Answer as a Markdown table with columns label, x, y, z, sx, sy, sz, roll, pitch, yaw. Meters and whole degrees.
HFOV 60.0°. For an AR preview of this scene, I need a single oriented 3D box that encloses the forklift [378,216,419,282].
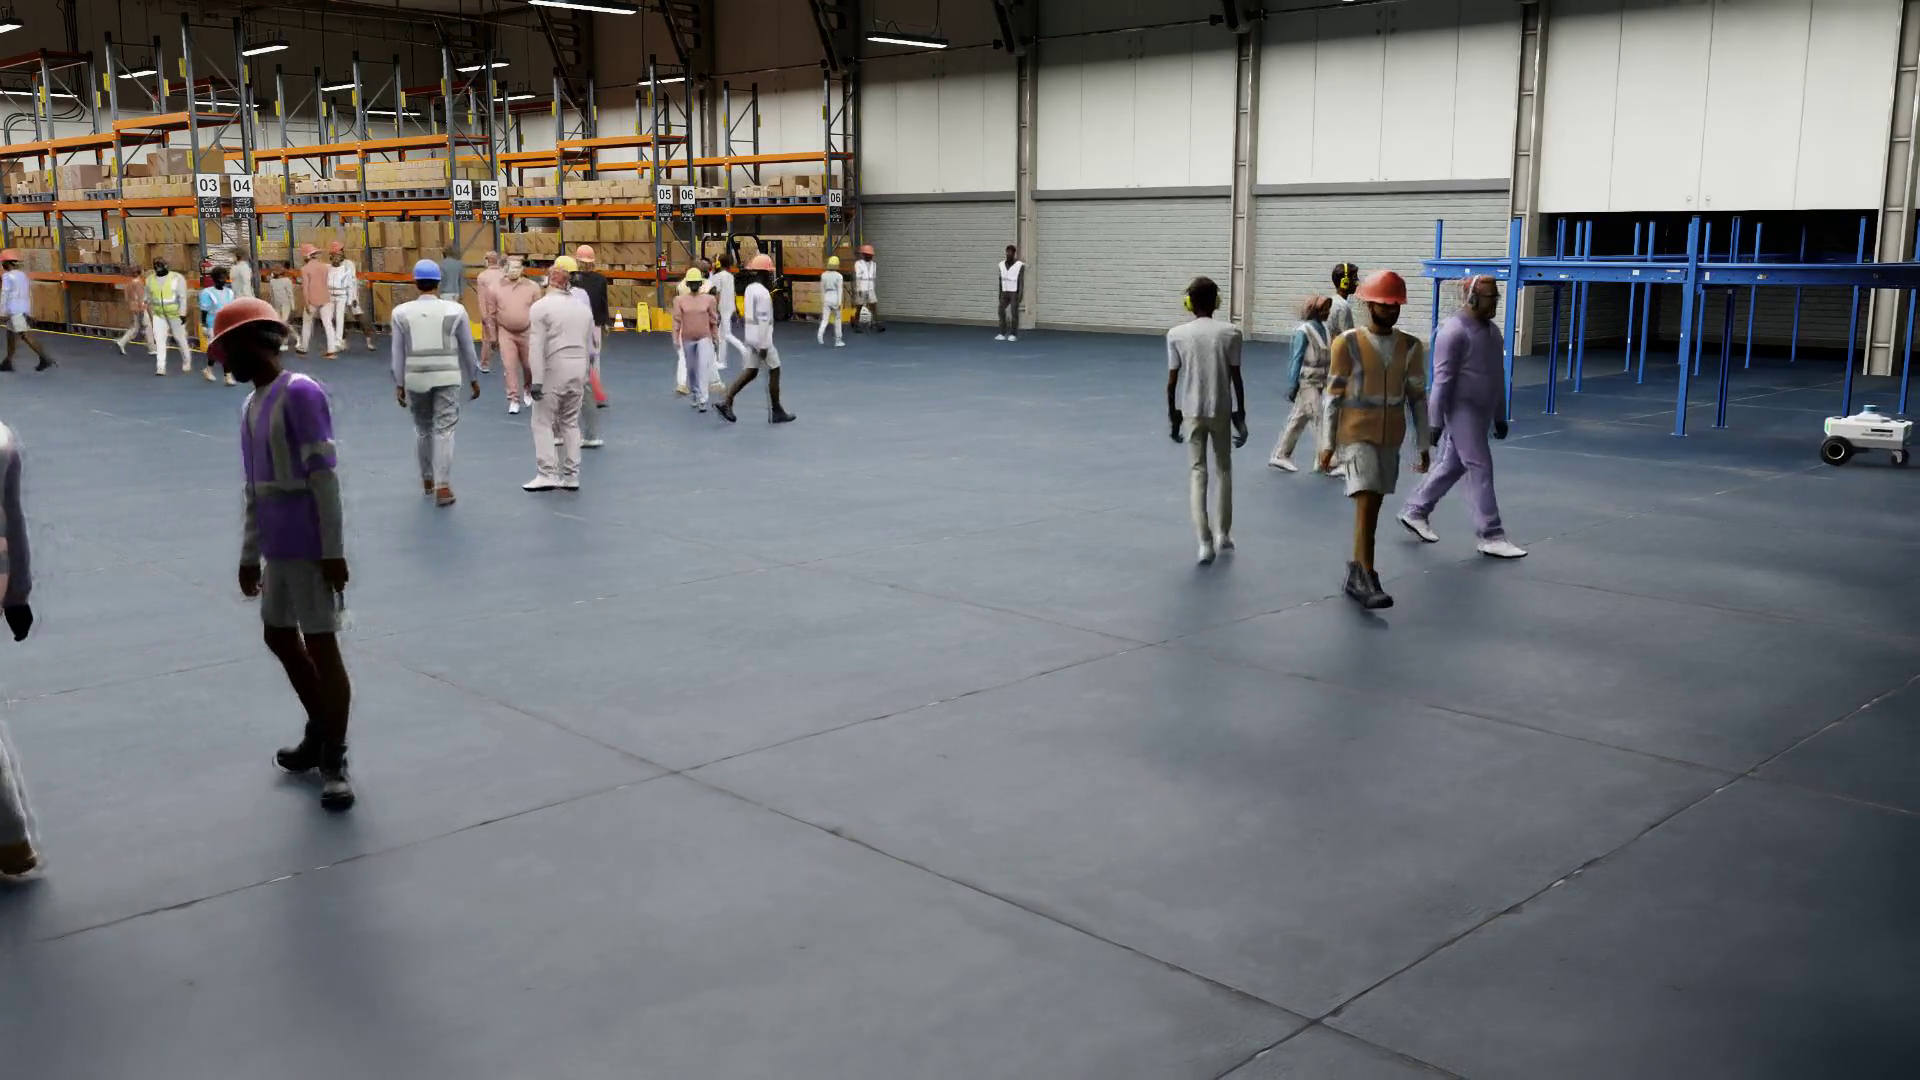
| label | x | y | z | sx | sy | sz | roll | pitch | yaw |
| --- | --- | --- | --- | --- | --- | --- | --- | --- | --- |
| forklift | -17.868 | -9.201 | 54.028 | 1.873 | 2.768 | 1.129 | -10 | 14 | -44 |

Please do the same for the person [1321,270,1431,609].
| label | x | y | z | sx | sy | sz | roll | pitch | yaw |
| --- | --- | --- | --- | --- | --- | --- | --- | --- | --- |
| person | 2.404 | -0.554 | 9.407 | 0.578 | 1.905 | 0.856 | -2 | 11 | -12 |

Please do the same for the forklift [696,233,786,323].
| label | x | y | z | sx | sy | sz | roll | pitch | yaw |
| --- | --- | --- | --- | --- | --- | --- | --- | --- | --- |
| forklift | -5.496 | -6.489 | 41.108 | 2.313 | 2.155 | 1.214 | -10 | 14 | -44 |

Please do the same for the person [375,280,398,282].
| label | x | y | z | sx | sy | sz | roll | pitch | yaw |
| --- | --- | --- | --- | --- | --- | --- | --- | --- | --- |
| person | -13.799 | -6.143 | 40.080 | 0.590 | 1.837 | 0.403 | -10 | 14 | -42 |

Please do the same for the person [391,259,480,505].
| label | x | y | z | sx | sy | sz | roll | pitch | yaw |
| --- | --- | --- | --- | --- | --- | --- | --- | --- | --- |
| person | -4.183 | -1.277 | 13.354 | 0.635 | 1.911 | 0.892 | -1 | 10 | -3 |

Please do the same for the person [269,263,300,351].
| label | x | y | z | sx | sy | sz | roll | pitch | yaw |
| --- | --- | --- | --- | --- | --- | --- | --- | --- | --- |
| person | -12.542 | -4.340 | 30.905 | 0.513 | 1.598 | 0.709 | 4 | 11 | 19 |

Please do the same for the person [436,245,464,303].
| label | x | y | z | sx | sy | sz | roll | pitch | yaw |
| --- | --- | --- | --- | --- | --- | --- | --- | --- | --- |
| person | -10.104 | -4.902 | 33.098 | 0.705 | 1.923 | 0.643 | 6 | 12 | 29 |

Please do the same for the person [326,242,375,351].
| label | x | y | z | sx | sy | sz | roll | pitch | yaw |
| --- | --- | --- | --- | --- | --- | --- | --- | --- | --- |
| person | -11.256 | -4.490 | 30.670 | 0.653 | 1.999 | 0.725 | 7 | 12 | 33 |

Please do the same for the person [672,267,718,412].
| label | x | y | z | sx | sy | sz | roll | pitch | yaw |
| --- | --- | --- | --- | --- | --- | --- | --- | --- | --- |
| person | -3.230 | -2.464 | 20.329 | 0.537 | 1.732 | 0.877 | -1 | 10 | -5 |

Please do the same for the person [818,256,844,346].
| label | x | y | z | sx | sy | sz | roll | pitch | yaw |
| --- | --- | --- | --- | --- | --- | --- | --- | --- | --- |
| person | -2.470 | -4.561 | 31.762 | 0.491 | 1.721 | 0.668 | 5 | 11 | 23 |

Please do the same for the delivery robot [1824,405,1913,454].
| label | x | y | z | sx | sy | sz | roll | pitch | yaw |
| --- | --- | --- | --- | --- | --- | --- | --- | --- | --- |
| delivery robot | 8.440 | -1.011 | 15.454 | 0.707 | 0.478 | 0.477 | 6 | 12 | 32 |

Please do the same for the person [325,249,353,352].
| label | x | y | z | sx | sy | sz | roll | pitch | yaw |
| --- | --- | --- | --- | --- | --- | --- | --- | --- | --- |
| person | -11.377 | -4.357 | 30.281 | 0.658 | 1.858 | 0.453 | -2 | 11 | -9 |

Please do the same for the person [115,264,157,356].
| label | x | y | z | sx | sy | sz | roll | pitch | yaw |
| --- | --- | --- | --- | --- | --- | --- | --- | --- | --- |
| person | -14.499 | -4.051 | 29.280 | 0.686 | 1.616 | 0.526 | -7 | 13 | -35 |

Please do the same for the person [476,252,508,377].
| label | x | y | z | sx | sy | sz | roll | pitch | yaw |
| --- | --- | --- | --- | --- | --- | --- | --- | --- | --- |
| person | -7.034 | -3.414 | 25.163 | 0.639 | 1.848 | 1.002 | -8 | 13 | -36 |

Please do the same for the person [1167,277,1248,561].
| label | x | y | z | sx | sy | sz | roll | pitch | yaw |
| --- | --- | --- | --- | --- | --- | --- | --- | --- | --- |
| person | 1.637 | -0.808 | 10.988 | 0.539 | 1.835 | 0.777 | 2 | 11 | 10 |

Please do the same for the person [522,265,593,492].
| label | x | y | z | sx | sy | sz | roll | pitch | yaw |
| --- | --- | --- | --- | --- | --- | --- | --- | --- | --- |
| person | -3.335 | -1.349 | 13.876 | 0.433 | 1.864 | 0.698 | 7 | 12 | 33 |

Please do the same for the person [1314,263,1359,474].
| label | x | y | z | sx | sy | sz | roll | pitch | yaw |
| --- | --- | --- | --- | --- | --- | --- | --- | --- | --- |
| person | 3.376 | -1.530 | 14.847 | 0.309 | 1.866 | 0.534 | -1 | 10 | -8 |

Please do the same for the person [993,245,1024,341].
| label | x | y | z | sx | sy | sz | roll | pitch | yaw |
| --- | --- | --- | --- | --- | --- | --- | --- | --- | --- |
| person | 0.962 | -4.942 | 33.337 | 0.628 | 1.901 | 0.673 | 7 | 13 | 34 |

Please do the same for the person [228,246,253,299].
| label | x | y | z | sx | sy | sz | roll | pitch | yaw |
| --- | --- | --- | --- | --- | --- | --- | --- | --- | --- |
| person | -12.821 | -4.305 | 29.851 | 0.622 | 1.918 | 0.657 | -7 | 13 | -35 |

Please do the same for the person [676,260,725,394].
| label | x | y | z | sx | sy | sz | roll | pitch | yaw |
| --- | --- | --- | --- | --- | --- | --- | --- | --- | --- |
| person | -3.515 | -2.850 | 22.289 | 0.629 | 1.795 | 0.993 | 4 | 11 | 21 |

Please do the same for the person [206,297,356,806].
| label | x | y | z | sx | sy | sz | roll | pitch | yaw |
| --- | --- | --- | --- | --- | --- | --- | --- | --- | --- |
| person | -2.498 | 0.042 | 6.260 | 0.665 | 1.885 | 0.364 | 9 | 14 | 42 |

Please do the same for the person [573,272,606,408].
| label | x | y | z | sx | sy | sz | roll | pitch | yaw |
| --- | --- | --- | --- | --- | --- | --- | --- | --- | --- |
| person | -4.715 | -2.472 | 20.404 | 0.926 | 1.705 | 0.535 | 4 | 11 | 20 |

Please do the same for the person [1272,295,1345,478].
| label | x | y | z | sx | sy | sz | roll | pitch | yaw |
| --- | --- | --- | --- | --- | --- | --- | --- | --- | --- |
| person | 3.132 | -1.361 | 14.666 | 0.890 | 1.587 | 0.529 | 9 | 14 | 40 |

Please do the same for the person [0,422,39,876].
| label | x | y | z | sx | sy | sz | roll | pitch | yaw |
| --- | --- | --- | --- | --- | --- | --- | --- | --- | --- |
| person | -3.496 | 0.212 | 5.556 | 0.970 | 1.778 | 0.644 | 4 | 11 | 21 |

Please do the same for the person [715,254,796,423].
| label | x | y | z | sx | sy | sz | roll | pitch | yaw |
| --- | --- | --- | --- | --- | --- | --- | --- | --- | --- |
| person | -2.335 | -2.272 | 18.788 | 0.885 | 1.913 | 0.549 | -6 | 12 | -29 |

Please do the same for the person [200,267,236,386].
| label | x | y | z | sx | sy | sz | roll | pitch | yaw |
| --- | --- | --- | --- | --- | --- | --- | --- | --- | --- |
| person | -10.403 | -2.996 | 23.341 | 0.432 | 1.670 | 0.571 | 6 | 12 | 32 |

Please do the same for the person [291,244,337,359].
| label | x | y | z | sx | sy | sz | roll | pitch | yaw |
| --- | --- | --- | --- | --- | --- | --- | --- | --- | --- |
| person | -11.160 | -4.104 | 28.650 | 1.015 | 1.939 | 0.629 | 7 | 12 | 32 |

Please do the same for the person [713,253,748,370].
| label | x | y | z | sx | sy | sz | roll | pitch | yaw |
| --- | --- | --- | --- | --- | --- | --- | --- | --- | --- |
| person | -3.631 | -3.605 | 26.270 | 0.846 | 1.838 | 0.513 | 3 | 11 | 18 |

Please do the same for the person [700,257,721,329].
| label | x | y | z | sx | sy | sz | roll | pitch | yaw |
| --- | --- | --- | --- | --- | --- | --- | --- | --- | --- |
| person | -5.317 | -5.062 | 34.689 | 0.883 | 1.648 | 0.538 | -3 | 11 | -18 |

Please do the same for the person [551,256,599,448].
| label | x | y | z | sx | sy | sz | roll | pitch | yaw |
| --- | --- | --- | --- | --- | --- | --- | --- | --- | --- |
| person | -3.948 | -1.869 | 16.600 | 0.743 | 1.901 | 0.597 | 3 | 11 | 17 |

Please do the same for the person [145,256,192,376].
| label | x | y | z | sx | sy | sz | roll | pitch | yaw |
| --- | --- | --- | --- | --- | --- | --- | --- | --- | --- |
| person | -12.166 | -3.466 | 25.585 | 0.621 | 1.806 | 0.914 | -2 | 11 | -8 |

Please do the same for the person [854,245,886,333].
| label | x | y | z | sx | sy | sz | roll | pitch | yaw |
| --- | --- | --- | --- | --- | --- | --- | --- | --- | --- |
| person | -2.001 | -5.427 | 36.045 | 0.568 | 1.883 | 0.993 | -7 | 13 | -34 |

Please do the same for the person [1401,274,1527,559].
| label | x | y | z | sx | sy | sz | roll | pitch | yaw |
| --- | --- | --- | --- | --- | --- | --- | --- | --- | --- |
| person | 3.404 | -0.858 | 11.219 | 0.656 | 1.862 | 1.011 | -10 | 14 | -43 |

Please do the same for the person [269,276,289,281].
| label | x | y | z | sx | sy | sz | roll | pitch | yaw |
| --- | --- | --- | --- | --- | --- | --- | --- | --- | --- |
| person | -18.023 | -6.883 | 44.144 | 0.970 | 1.835 | 0.591 | 9 | 13 | 39 |

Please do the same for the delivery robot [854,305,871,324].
| label | x | y | z | sx | sy | sz | roll | pitch | yaw |
| --- | --- | --- | --- | --- | --- | --- | --- | --- | --- |
| delivery robot | -2.237 | -5.161 | 38.084 | 0.477 | 0.478 | 0.707 | -2 | 10 | -9 |

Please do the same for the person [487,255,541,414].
| label | x | y | z | sx | sy | sz | roll | pitch | yaw |
| --- | --- | --- | --- | --- | --- | --- | --- | --- | --- |
| person | -5.360 | -2.501 | 20.126 | 0.661 | 1.877 | 0.820 | -3 | 11 | -15 |

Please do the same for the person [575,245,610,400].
| label | x | y | z | sx | sy | sz | roll | pitch | yaw |
| --- | --- | --- | --- | --- | --- | --- | --- | --- | --- |
| person | -4.794 | -2.780 | 21.343 | 0.612 | 1.984 | 0.404 | -6 | 12 | -28 |

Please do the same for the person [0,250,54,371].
| label | x | y | z | sx | sy | sz | roll | pitch | yaw |
| --- | --- | --- | --- | --- | --- | --- | --- | --- | --- |
| person | -14.721 | -3.589 | 26.021 | 0.972 | 1.896 | 0.561 | 0 | 10 | -2 |
